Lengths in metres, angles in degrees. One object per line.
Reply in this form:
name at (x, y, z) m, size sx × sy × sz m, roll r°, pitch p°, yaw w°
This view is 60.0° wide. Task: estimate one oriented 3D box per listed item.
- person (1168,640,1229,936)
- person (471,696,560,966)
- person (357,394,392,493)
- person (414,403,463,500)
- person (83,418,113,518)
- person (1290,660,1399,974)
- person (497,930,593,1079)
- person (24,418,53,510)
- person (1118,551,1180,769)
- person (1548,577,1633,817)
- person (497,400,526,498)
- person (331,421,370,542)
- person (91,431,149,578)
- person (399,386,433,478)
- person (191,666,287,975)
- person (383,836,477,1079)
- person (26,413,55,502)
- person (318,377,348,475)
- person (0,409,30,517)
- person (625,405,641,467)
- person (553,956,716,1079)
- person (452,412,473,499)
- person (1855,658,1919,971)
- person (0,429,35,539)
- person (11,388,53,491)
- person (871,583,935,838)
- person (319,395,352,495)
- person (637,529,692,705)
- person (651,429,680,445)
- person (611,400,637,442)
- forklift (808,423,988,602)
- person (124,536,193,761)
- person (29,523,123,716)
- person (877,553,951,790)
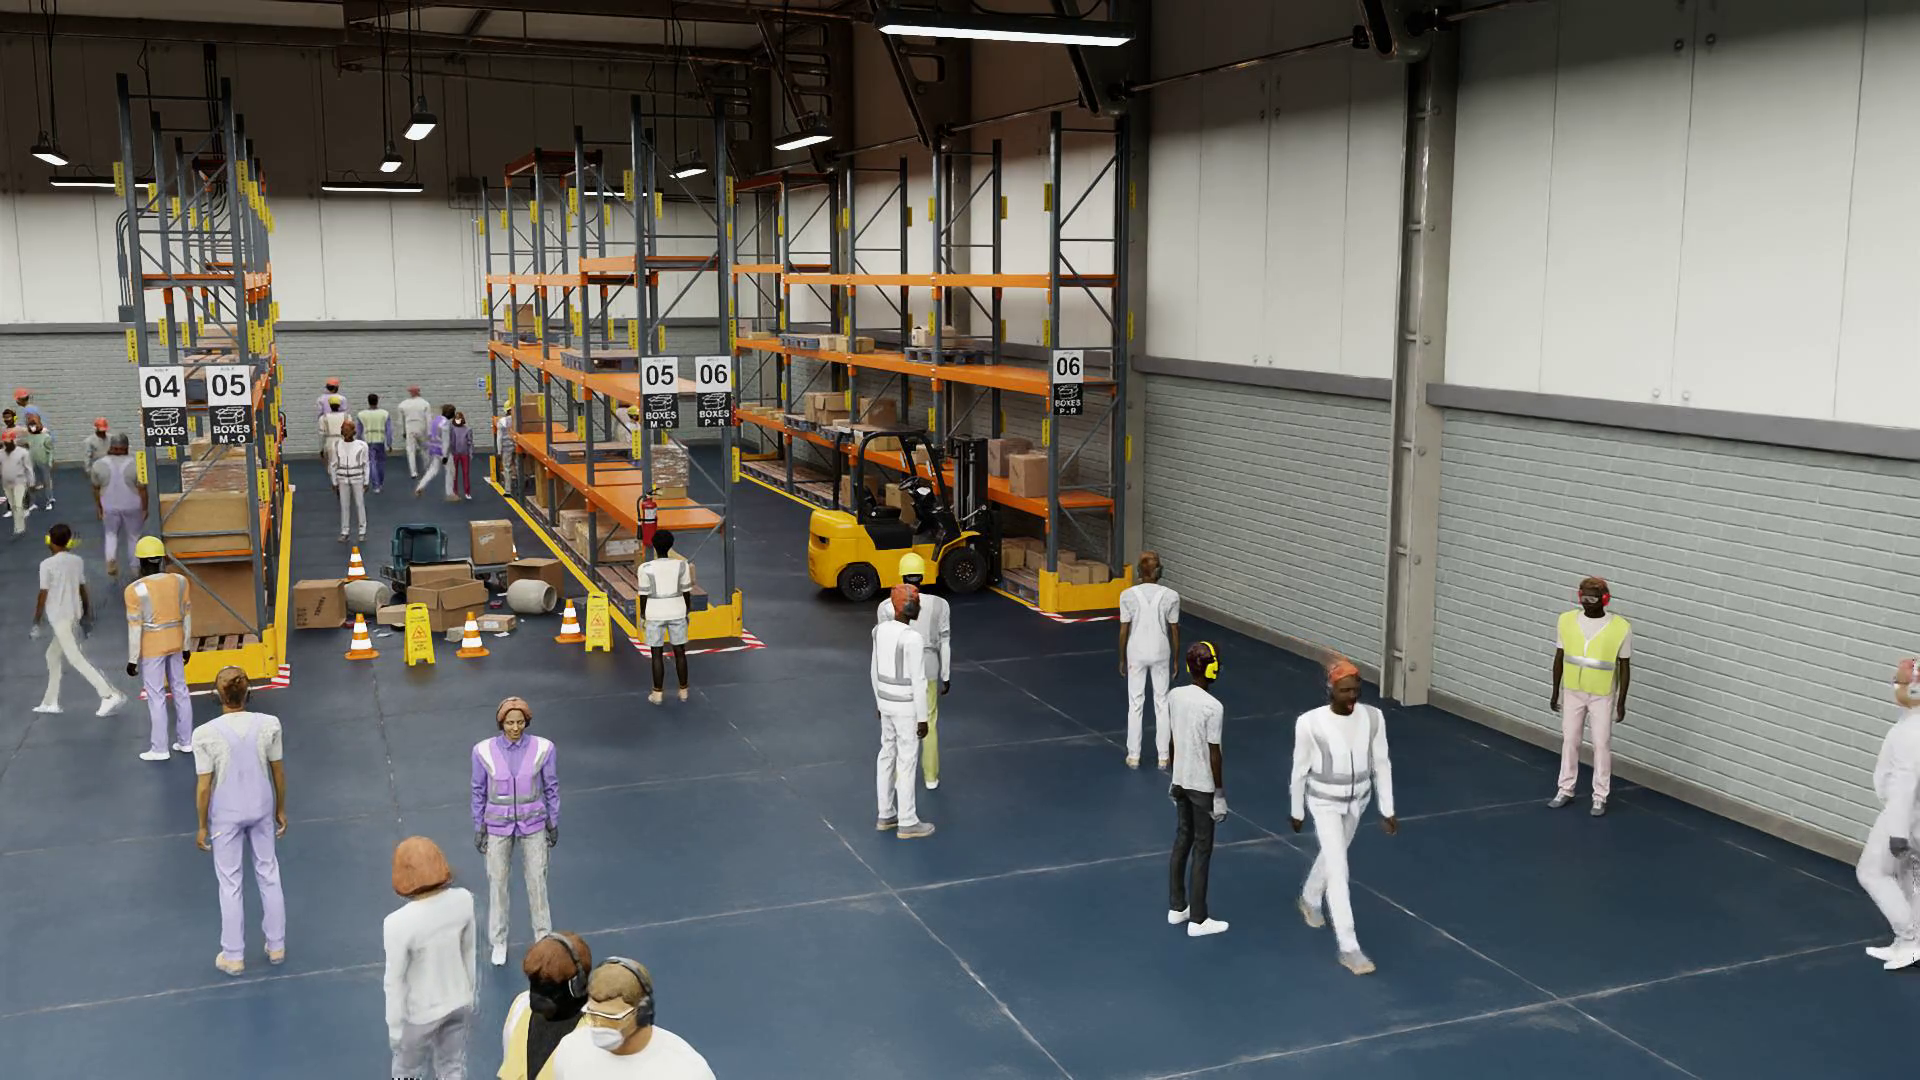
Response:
person at (1.502, 1.551, 10.462) m, size 0.335 × 1.860 × 0.508 m, roll -5°, pitch 10°, yaw -29°
person at (-2.664, 1.738, 10.001) m, size 0.514 × 1.634 × 0.313 m, roll -3°, pitch 9°, yaw -16°
person at (-11.245, -1.865, 31.934) m, size 0.609 × 1.863 × 0.993 m, roll -4°, pitch 10°, yaw -23°
person at (-9.592, -1.601, 30.484) m, size 0.778 × 1.803 × 0.665 m, roll -5°, pitch 11°, yaw -31°
person at (-14.665, -1.244, 28.463) m, size 0.517 × 1.726 × 0.699 m, roll 5°, pitch 10°, yaw 29°
person at (2.293, 1.613, 10.188) m, size 0.577 × 1.837 × 1.015 m, roll -3°, pitch 10°, yaw -19°
person at (-1.411, 2.279, 5.936) m, size 0.627 × 1.843 × 0.429 m, roll 6°, pitch 11°, yaw 32°
person at (-16.285, -1.341, 29.368) m, size 0.497 × 1.633 × 0.285 m, roll -2°, pitch 9°, yaw -13°
person at (1.581, 1.007, 13.929) m, size 0.511 × 1.841 × 0.327 m, roll 1°, pitch 9°, yaw 6°
person at (4.840, 1.187, 12.782) m, size 0.571 × 1.844 × 0.376 m, roll 7°, pitch 11°, yaw 38°
person at (-8.344, -1.691, 30.947) m, size 0.595 × 1.830 × 0.403 m, roll -8°, pitch 12°, yaw -41°
person at (-9.466, -0.905, 25.836) m, size 0.574 × 1.885 × 0.356 m, roll -1°, pitch 9°, yaw -6°
person at (-11.408, -0.481, 22.674) m, size 0.692 × 2.000 × 0.605 m, roll -3°, pitch 9°, yaw -17°
person at (-11.177, -2.236, 34.280) m, size 0.676 × 1.852 × 0.976 m, roll 0°, pitch 9°, yaw -3°
person at (-4.265, 1.650, 9.873) m, size 0.518 × 1.844 × 0.332 m, roll -8°, pitch 12°, yaw -39°
person at (-2.362, 2.132, 7.522) m, size 0.418 × 1.616 × 0.517 m, roll 6°, pitch 11°, yaw 33°
person at (-16.776, -1.489, 30.261) m, size 0.516 × 1.645 × 0.308 m, roll -3°, pitch 10°, yaw -19°
person at (-12.956, -2.355, 34.461) m, size 0.614 × 2.040 × 0.391 m, roll 1°, pitch 9°, yaw 3°
person at (-16.189, -1.317, 28.473) m, size 0.518 × 1.870 × 0.323 m, roll -1°, pitch 9°, yaw -7°
person at (-5.950, -1.582, 30.467) m, size 0.308 × 1.769 × 0.525 m, roll 2°, pitch 9°, yaw 15°
person at (-1.082, 2.295, 5.554) m, size 0.627 × 1.933 × 0.366 m, roll 4°, pitch 10°, yaw 25°
person at (-9.248, -1.560, 30.741) m, size 0.499 × 1.633 × 0.286 m, roll -3°, pitch 10°, yaw -20°
person at (5.615, 1.632, 9.863) m, size 0.644 × 1.894 × 0.421 m, roll -7°, pitch 11°, yaw -37°
person at (-14.906, -0.863, 26.074) m, size 0.579 × 1.716 × 0.767 m, roll 0°, pitch 9°, yaw 3°
person at (-17.774, -1.915, 31.845) m, size 0.572 × 2.003 × 0.645 m, roll -5°, pitch 10°, yaw -28°
person at (-0.432, 1.249, 12.276) m, size 0.339 × 1.882 × 0.581 m, roll -7°, pitch 11°, yaw -36°
person at (-11.712, -1.775, 31.250) m, size 0.595 × 1.907 × 0.705 m, roll -4°, pitch 10°, yaw -25°
person at (-2.848, 0.741, 16.058) m, size 0.537 × 1.695 × 0.321 m, roll -4°, pitch 10°, yaw -25°
person at (-4.862, -1.092, 27.444) m, size 0.536 × 1.744 × 0.364 m, roll 1°, pitch 9°, yaw 8°
person at (-7.094, -2.233, 35.109) m, size 0.524 × 1.578 × 0.871 m, roll -3°, pitch 10°, yaw -19°
forklift at (-0.830, -0.399, 21.676) m, size 2.313 × 2.155 × 1.214 m, roll -4°, pitch 10°, yaw -21°
person at (-6.834, 0.924, 14.186) m, size 0.370 × 1.928 × 0.585 m, roll 5°, pitch 10°, yaw 29°
person at (-8.357, 0.754, 15.630) m, size 0.936 × 1.821 × 0.568 m, roll 1°, pitch 9°, yaw 7°
person at (-0.371, 1.060, 13.375) m, size 0.592 × 1.919 × 0.397 m, roll 0°, pitch 9°, yaw -1°
